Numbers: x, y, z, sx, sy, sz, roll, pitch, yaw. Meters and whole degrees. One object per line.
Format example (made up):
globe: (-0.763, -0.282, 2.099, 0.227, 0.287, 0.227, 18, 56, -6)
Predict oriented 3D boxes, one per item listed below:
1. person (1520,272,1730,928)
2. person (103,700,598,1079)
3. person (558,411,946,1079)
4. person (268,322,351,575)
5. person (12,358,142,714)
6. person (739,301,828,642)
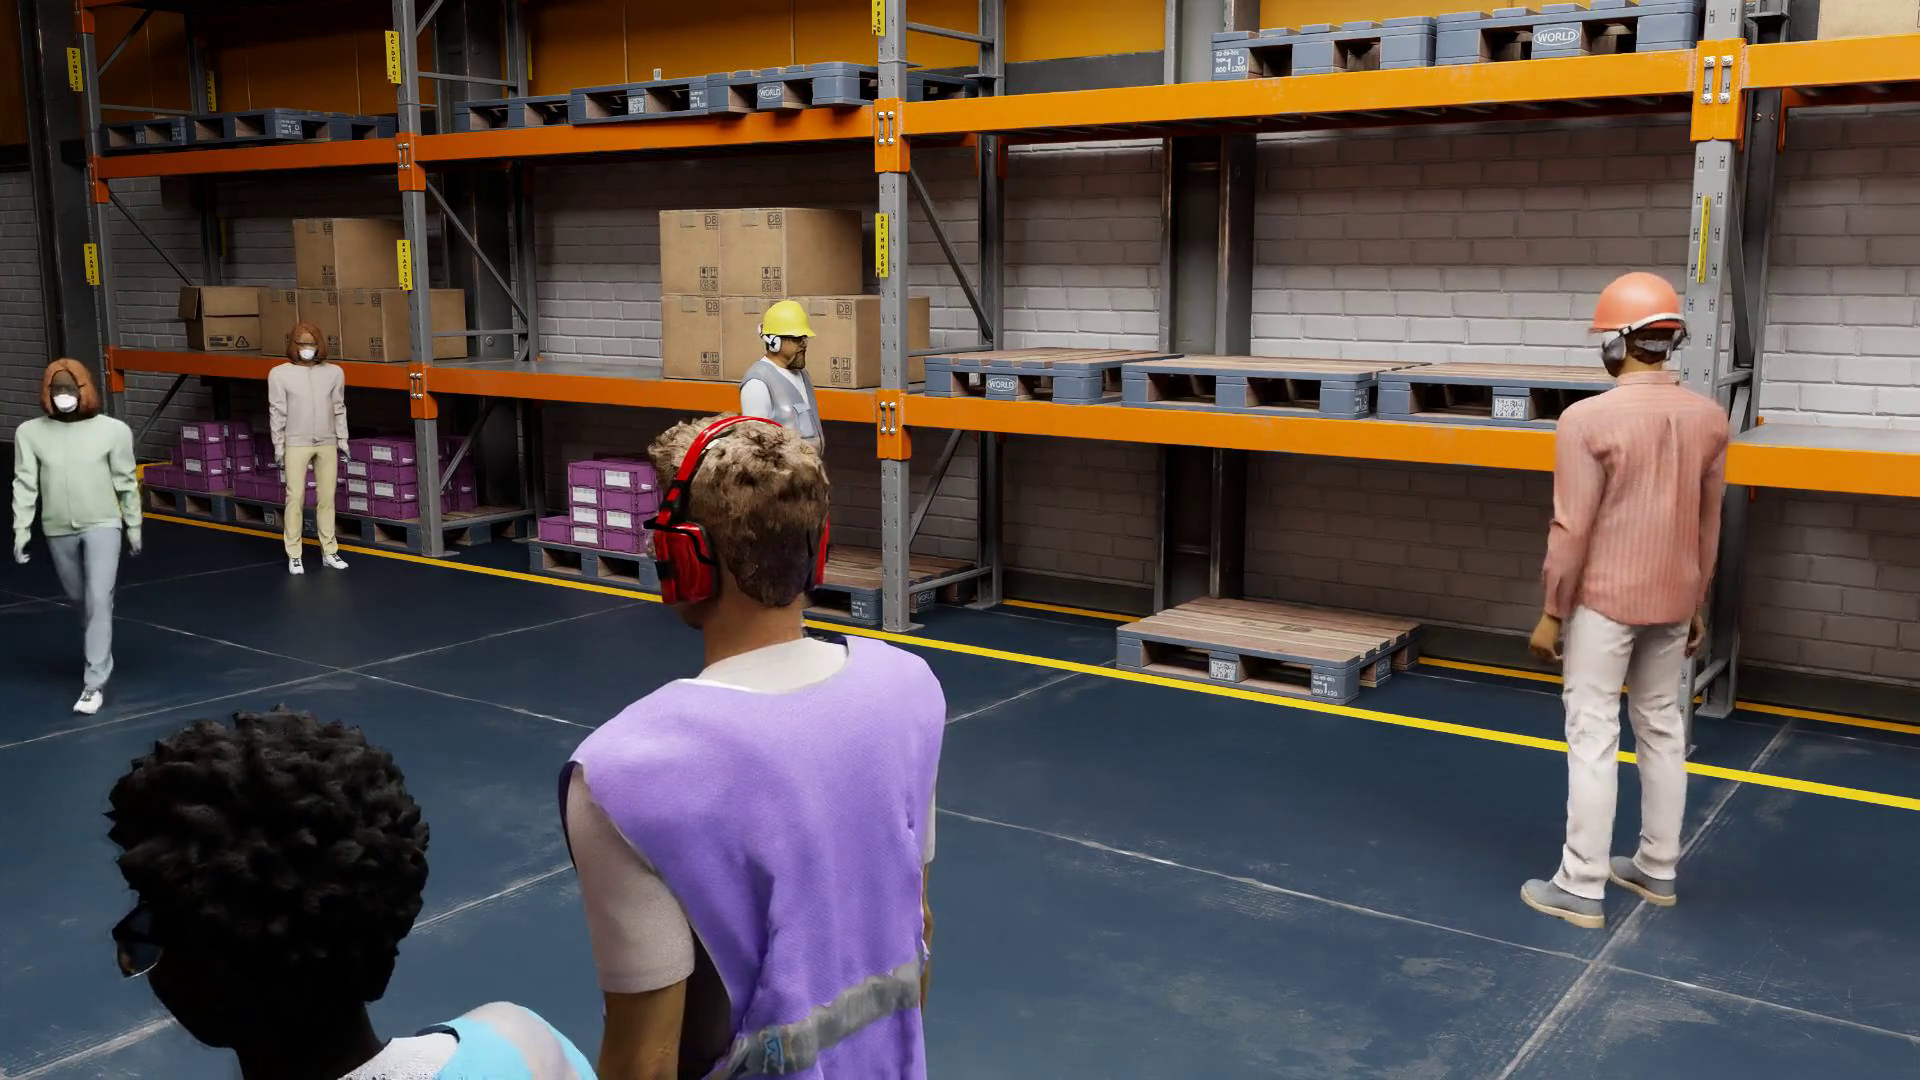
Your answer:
person: (2.045, 0.182, 5.115, 0.621, 1.993, 0.388, -4, 10, -21)
person: (-0.480, 0.965, 1.352, 0.319, 1.692, 0.534, 5, 11, 28)
person: (-0.228, 0.767, 2.049, 0.376, 1.844, 0.571, 7, 12, 37)
person: (-4.214, -0.600, 10.817, 0.503, 1.632, 0.289, -8, 13, -41)
person: (-4.042, -0.047, 7.652, 0.501, 1.590, 0.867, -2, 10, -11)
person: (-0.892, -0.306, 8.524, 0.403, 1.825, 0.587, 3, 10, 19)
